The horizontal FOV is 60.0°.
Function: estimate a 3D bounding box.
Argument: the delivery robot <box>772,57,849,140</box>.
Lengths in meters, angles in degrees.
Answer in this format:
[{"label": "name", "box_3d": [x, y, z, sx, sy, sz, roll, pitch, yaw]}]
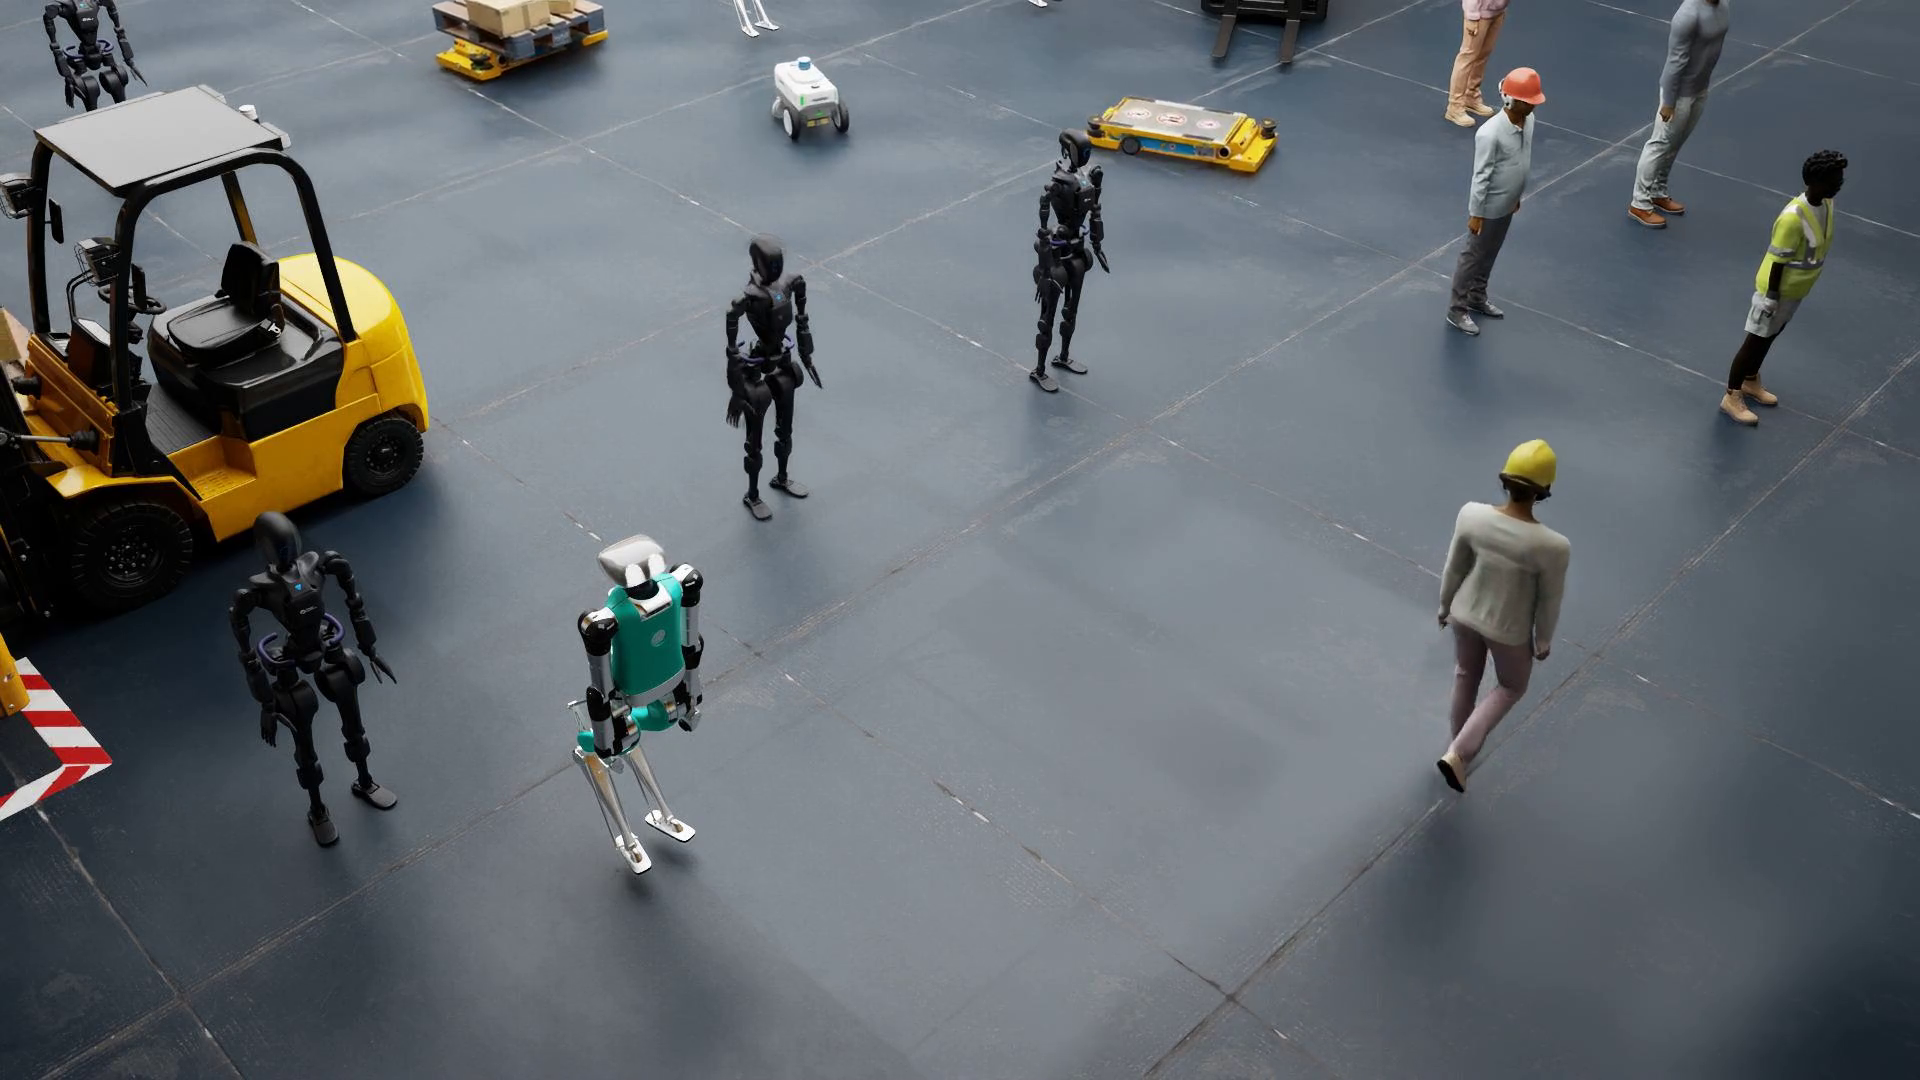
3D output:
[{"label": "delivery robot", "box_3d": [-1.259, -3.629, 13.631, 0.524, 0.612, 0.784, -14, 39, -18]}]

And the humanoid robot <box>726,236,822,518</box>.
[{"label": "humanoid robot", "box_3d": [-1.029, -0.897, 9.015, 0.609, 1.653, 0.323, -31, 47, -34]}]

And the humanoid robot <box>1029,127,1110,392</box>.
[{"label": "humanoid robot", "box_3d": [0.658, -1.720, 10.111, 0.599, 1.657, 0.315, -31, 47, -34]}]

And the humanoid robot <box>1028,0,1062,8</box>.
[{"label": "humanoid robot", "box_3d": [0.763, -5.880, 15.529, 0.533, 1.677, 0.735, -31, 47, -34]}]

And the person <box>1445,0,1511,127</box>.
[{"label": "person", "box_3d": [4.238, -4.273, 13.450, 0.397, 1.783, 0.536, 30, 46, 34]}]

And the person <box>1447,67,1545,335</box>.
[{"label": "person", "box_3d": [3.456, -2.184, 10.678, 0.331, 1.749, 0.572, 30, 46, 34]}]

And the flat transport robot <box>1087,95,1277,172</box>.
[{"label": "flat transport robot", "box_3d": [1.776, -3.275, 13.381, 1.431, 0.231, 0.659, 14, 39, 18]}]

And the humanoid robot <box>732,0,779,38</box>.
[{"label": "humanoid robot", "box_3d": [-1.902, -5.403, 14.891, 0.533, 1.677, 0.735, -31, 47, -34]}]

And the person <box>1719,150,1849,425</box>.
[{"label": "person", "box_3d": [4.870, -1.496, 9.805, 0.315, 1.695, 0.540, 30, 46, 34]}]

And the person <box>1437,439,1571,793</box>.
[{"label": "person", "box_3d": [2.310, 0.363, 7.271, 0.502, 1.741, 0.534, -30, 46, -34]}]

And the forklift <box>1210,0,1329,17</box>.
[{"label": "forklift", "box_3d": [3.106, -6.400, 15.960, 1.214, 2.155, 2.313, 8, 37, 10]}]

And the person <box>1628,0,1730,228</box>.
[{"label": "person", "box_3d": [5.193, -3.210, 11.900, 0.360, 1.938, 0.634, 30, 46, 34]}]

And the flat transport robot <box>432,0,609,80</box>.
[{"label": "flat transport robot", "box_3d": [-3.952, -4.509, 15.033, 0.659, 0.231, 1.431, 27, 45, 32]}]

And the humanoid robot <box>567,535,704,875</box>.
[{"label": "humanoid robot", "box_3d": [-1.392, 0.612, 6.839, 0.533, 1.677, 0.735, -31, 47, -34]}]

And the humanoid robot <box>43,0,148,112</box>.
[{"label": "humanoid robot", "box_3d": [-6.502, -3.543, 12.552, 0.599, 1.657, 0.315, -31, 47, -34]}]

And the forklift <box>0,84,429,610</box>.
[{"label": "forklift", "box_3d": [-4.145, -1.093, 8.856, 2.313, 2.155, 1.214, -31, 47, -34]}]

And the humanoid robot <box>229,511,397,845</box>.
[{"label": "humanoid robot", "box_3d": [-2.728, 0.562, 7.055, 0.599, 1.657, 0.315, -31, 47, -34]}]
